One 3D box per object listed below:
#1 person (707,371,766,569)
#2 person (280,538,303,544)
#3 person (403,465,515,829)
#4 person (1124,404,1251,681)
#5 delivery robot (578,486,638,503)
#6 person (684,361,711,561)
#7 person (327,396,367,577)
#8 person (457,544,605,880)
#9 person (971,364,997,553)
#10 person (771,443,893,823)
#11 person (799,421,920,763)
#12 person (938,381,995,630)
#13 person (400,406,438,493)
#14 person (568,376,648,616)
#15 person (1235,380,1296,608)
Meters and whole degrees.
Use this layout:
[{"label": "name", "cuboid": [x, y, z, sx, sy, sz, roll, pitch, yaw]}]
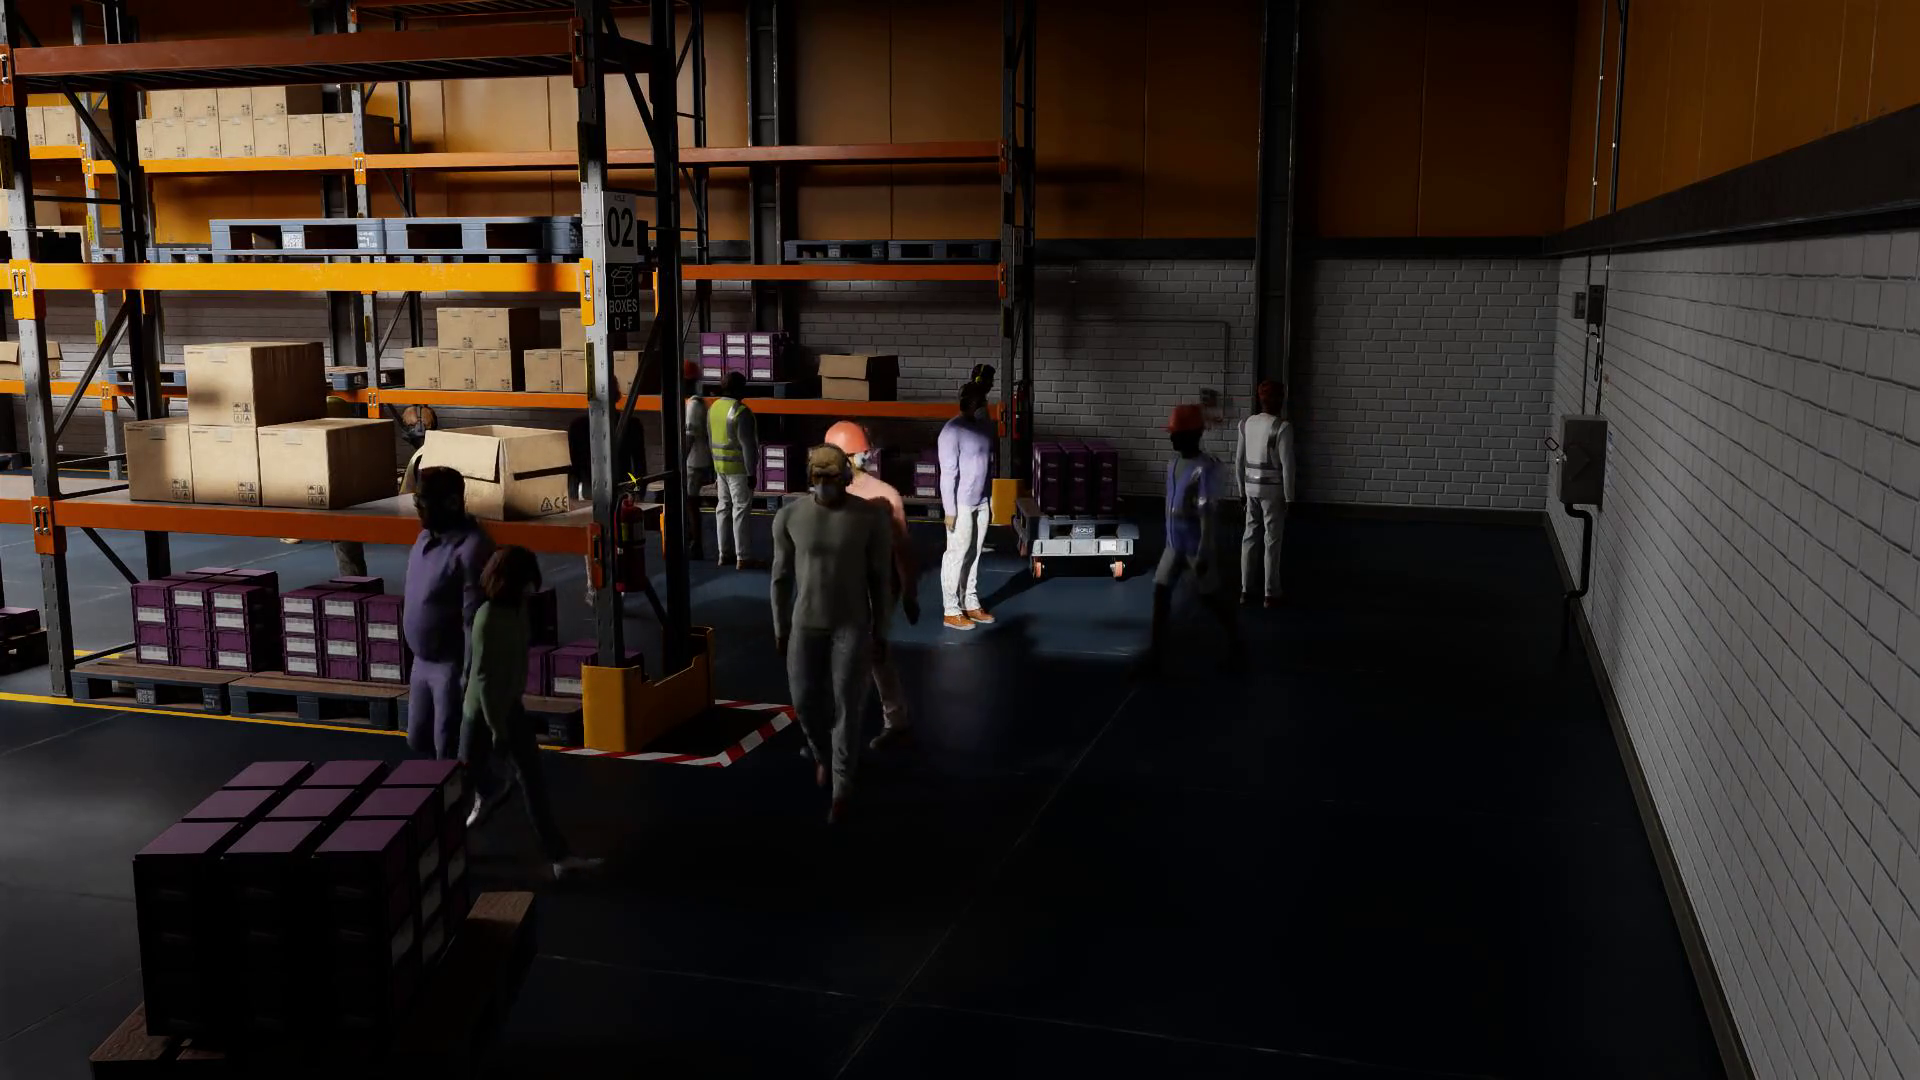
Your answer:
[{"label": "person", "cuboid": [-2.084, -0.652, 15.547, 0.429, 1.846, 0.629, -8, 13, -42]}, {"label": "person", "cuboid": [-6.786, -0.891, 17.016, 0.429, 1.841, 0.634, 3, 10, 20]}, {"label": "person", "cuboid": [-2.415, 0.583, 7.877, 0.631, 1.895, 0.668, -9, 13, -43]}, {"label": "person", "cuboid": [1.617, 0.009, 11.387, 0.971, 1.898, 0.557, -5, 11, -27]}, {"label": "delivery robot", "cuboid": [-3.811, -0.473, 18.092, 0.707, 0.478, 0.477, 1, 9, 3]}, {"label": "person", "cuboid": [-2.605, -0.755, 15.974, 0.405, 1.923, 0.552, -3, 10, -16]}, {"label": "person", "cuboid": [-4.742, -0.189, 12.760, 0.403, 1.834, 0.588, -2, 9, -11]}, {"label": "person", "cuboid": [-2.089, 0.797, 7.531, 0.903, 1.577, 0.525, 2, 9, 11]}, {"label": "person", "cuboid": [0.201, -0.805, 16.436, 0.329, 1.861, 0.512, 1, 9, 6]}, {"label": "person", "cuboid": [-0.661, 0.448, 8.612, 0.636, 1.925, 0.718, 1, 9, 4]}, {"label": "person", "cuboid": [-0.611, 0.304, 9.411, 0.982, 1.938, 0.611, -9, 13, -43]}, {"label": "person", "cuboid": [0.056, -0.272, 12.973, 0.357, 1.933, 0.626, 5, 11, 30]}, {"label": "person", "cuboid": [-3.788, -0.042, 11.893, 0.430, 1.836, 0.620, -3, 10, -15]}, {"label": "person", "cuboid": [-2.881, -0.394, 13.578, 0.652, 1.969, 0.805, -3, 10, -16]}, {"label": "person", "cuboid": [2.544, -0.383, 13.789, 0.340, 1.882, 0.586, -7, 12, -38]}]
